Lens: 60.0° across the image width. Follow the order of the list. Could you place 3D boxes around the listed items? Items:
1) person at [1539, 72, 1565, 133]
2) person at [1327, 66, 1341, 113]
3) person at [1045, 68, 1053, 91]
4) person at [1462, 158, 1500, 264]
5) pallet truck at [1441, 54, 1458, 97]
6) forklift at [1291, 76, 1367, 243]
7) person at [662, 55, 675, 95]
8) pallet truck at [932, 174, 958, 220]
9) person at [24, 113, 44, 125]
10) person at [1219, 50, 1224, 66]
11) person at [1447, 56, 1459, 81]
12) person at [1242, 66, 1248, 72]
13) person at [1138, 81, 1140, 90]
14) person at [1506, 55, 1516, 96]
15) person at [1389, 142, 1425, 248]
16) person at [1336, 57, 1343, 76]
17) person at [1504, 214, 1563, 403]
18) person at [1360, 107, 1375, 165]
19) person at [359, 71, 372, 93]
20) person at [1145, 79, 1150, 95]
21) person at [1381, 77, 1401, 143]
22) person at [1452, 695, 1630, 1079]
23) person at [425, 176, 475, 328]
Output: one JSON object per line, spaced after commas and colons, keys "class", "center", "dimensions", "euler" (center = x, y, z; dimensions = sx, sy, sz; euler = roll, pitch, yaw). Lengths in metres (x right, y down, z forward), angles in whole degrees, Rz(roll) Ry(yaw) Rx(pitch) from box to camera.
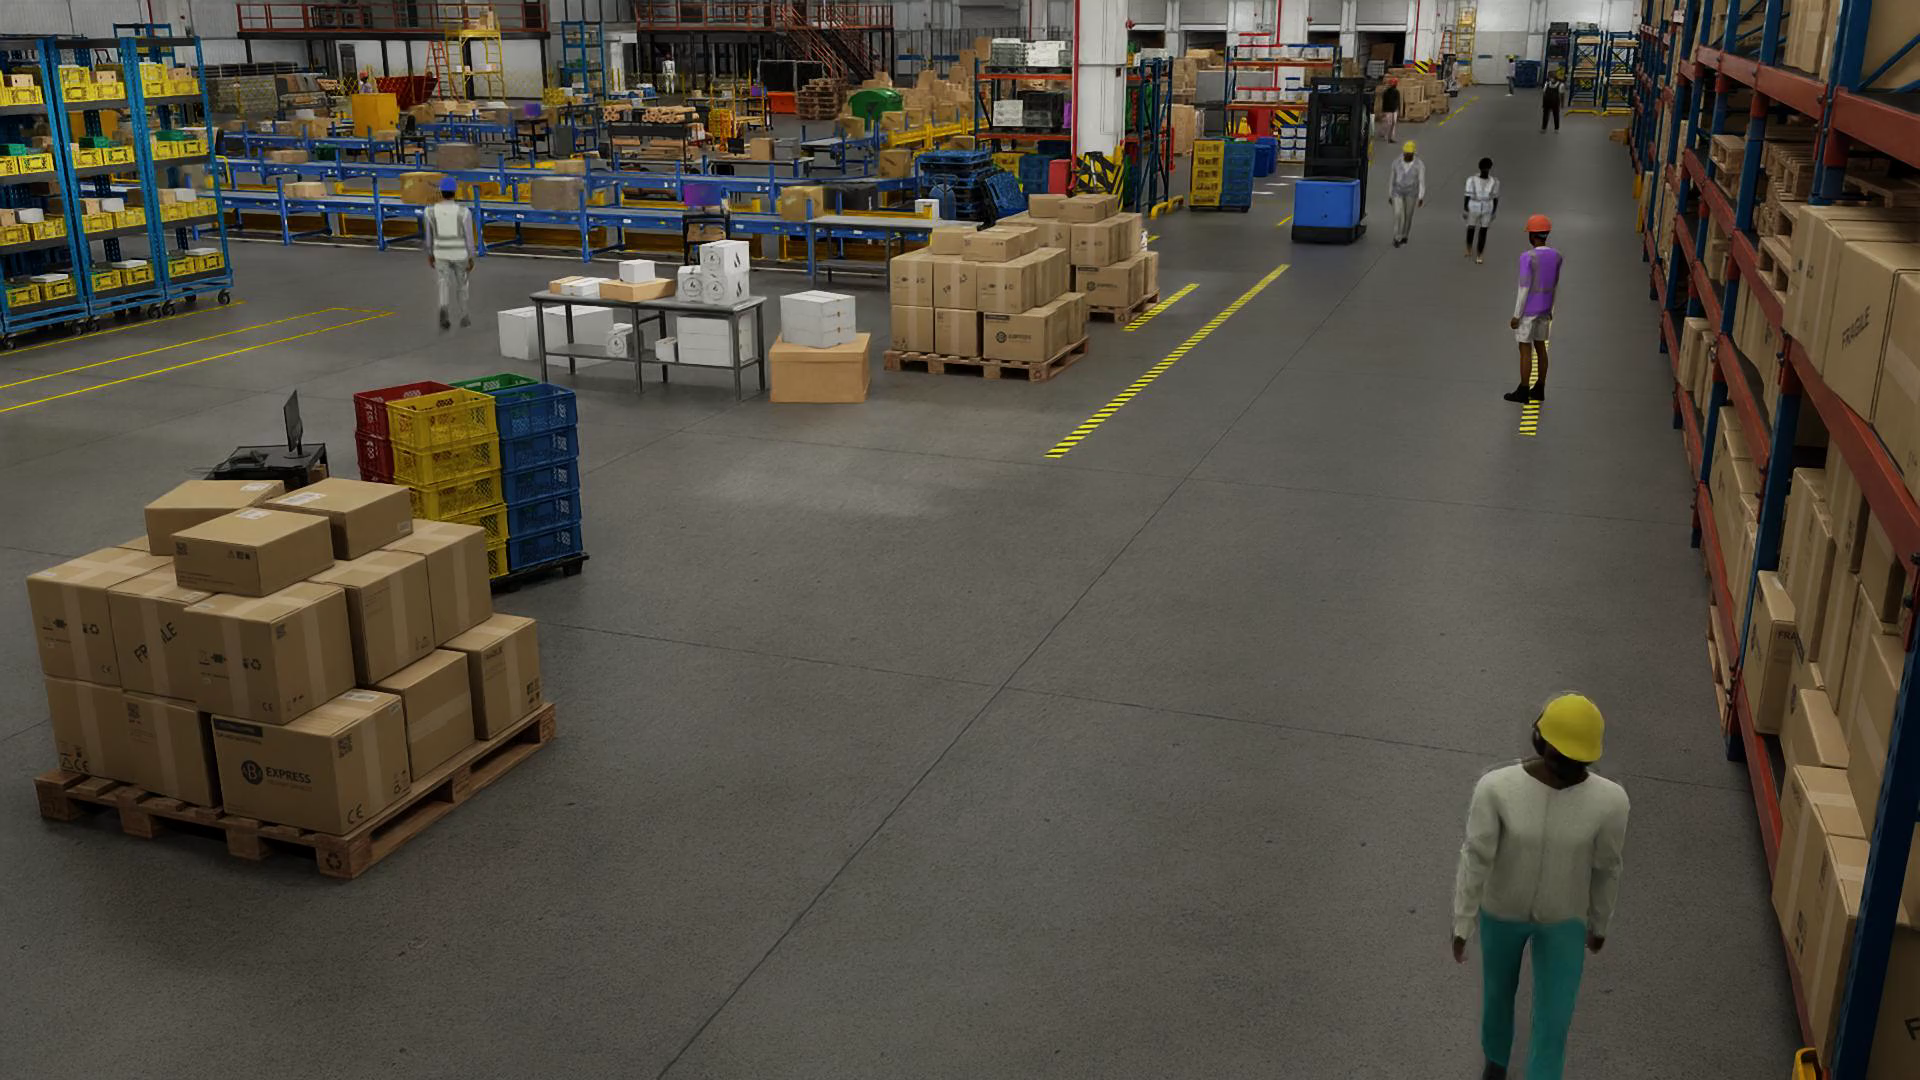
{"class": "person", "center": [19.650, -14.525, 55.157], "dimensions": [0.752, 2.000, 0.999], "euler": [13, 22, 34]}
{"class": "person", "center": [14.823, -18.034, 66.423], "dimensions": [0.883, 1.885, 0.620], "euler": [14, 22, 37]}
{"class": "person", "center": [3.527, -18.226, 66.981], "dimensions": [0.443, 1.916, 0.566], "euler": [2, 18, 8]}
{"class": "person", "center": [8.342, -5.272, 26.646], "dimensions": [0.553, 1.684, 0.363], "euler": [3, 18, 9]}
{"class": "pallet truck", "center": [22.765, -21.886, 78.355], "dimensions": [0.823, 1.965, 1.885], "euler": [-4, 18, -14]}
{"class": "forklift", "center": [6.598, -6.755, 29.381], "dimensions": [1.129, 2.768, 1.873], "euler": [6, 19, 19]}
{"class": "person", "center": [-14.154, -22.607, 80.810], "dimensions": [0.575, 1.882, 0.355], "euler": [-5, 18, -14]}
{"class": "pallet truck", "center": [-0.507, -5.292, 27.348], "dimensions": [0.653, 1.274, 1.630], "euler": [6, 19, 19]}
{"class": "person", "center": [-28.770, -13.315, 51.628], "dimensions": [0.678, 1.864, 0.932], "euler": [-3, 18, -11]}
{"class": "person", "center": [14.083, -25.598, 90.172], "dimensions": [0.573, 1.910, 0.587], "euler": [15, 23, 39]}
{"class": "person", "center": [23.704, -22.351, 80.088], "dimensions": [0.649, 1.829, 0.482], "euler": [-11, 21, -31]}
{"class": "person", "center": [12.875, -20.856, 75.434], "dimensions": [0.474, 1.806, 0.584], "euler": [7, 19, 22]}
{"class": "person", "center": [9.207, -24.034, 85.184], "dimensions": [0.394, 1.946, 0.618], "euler": [3, 18, 9]}
{"class": "person", "center": [26.327, -22.209, 79.521], "dimensions": [0.420, 1.910, 0.592], "euler": [1, 18, 2]}
{"class": "person", "center": [7.700, -5.961, 28.682], "dimensions": [0.601, 1.784, 0.946], "euler": [6, 19, 18]}
{"class": "person", "center": [18.921, -23.399, 83.576], "dimensions": [0.501, 1.715, 0.795], "euler": [11, 20, 30]}
{"class": "person", "center": [5.907, -2.385, 17.185], "dimensions": [0.551, 1.932, 0.376], "euler": [-10, 20, -28]}
{"class": "person", "center": [10.649, -10.676, 43.736], "dimensions": [0.538, 1.612, 0.458], "euler": [10, 20, 28]}
{"class": "person", "center": [-19.380, -14.263, 54.323], "dimensions": [0.368, 2.048, 0.607], "euler": [-13, 22, -35]}
{"class": "person", "center": [6.368, -14.932, 57.008], "dimensions": [0.317, 1.692, 0.534], "euler": [-9, 20, -27]}
{"class": "person", "center": [13.235, -13.155, 50.961], "dimensions": [0.704, 1.973, 0.461], "euler": [-9, 20, -25]}
{"class": "person", "center": [2.000, 1.355, 5.781], "dimensions": [0.550, 1.716, 0.887], "euler": [5, 18, 16]}
{"class": "person", "center": [-6.459, -3.625, 21.084], "dimensions": [0.615, 1.929, 0.684], "euler": [-2, 18, -5]}
